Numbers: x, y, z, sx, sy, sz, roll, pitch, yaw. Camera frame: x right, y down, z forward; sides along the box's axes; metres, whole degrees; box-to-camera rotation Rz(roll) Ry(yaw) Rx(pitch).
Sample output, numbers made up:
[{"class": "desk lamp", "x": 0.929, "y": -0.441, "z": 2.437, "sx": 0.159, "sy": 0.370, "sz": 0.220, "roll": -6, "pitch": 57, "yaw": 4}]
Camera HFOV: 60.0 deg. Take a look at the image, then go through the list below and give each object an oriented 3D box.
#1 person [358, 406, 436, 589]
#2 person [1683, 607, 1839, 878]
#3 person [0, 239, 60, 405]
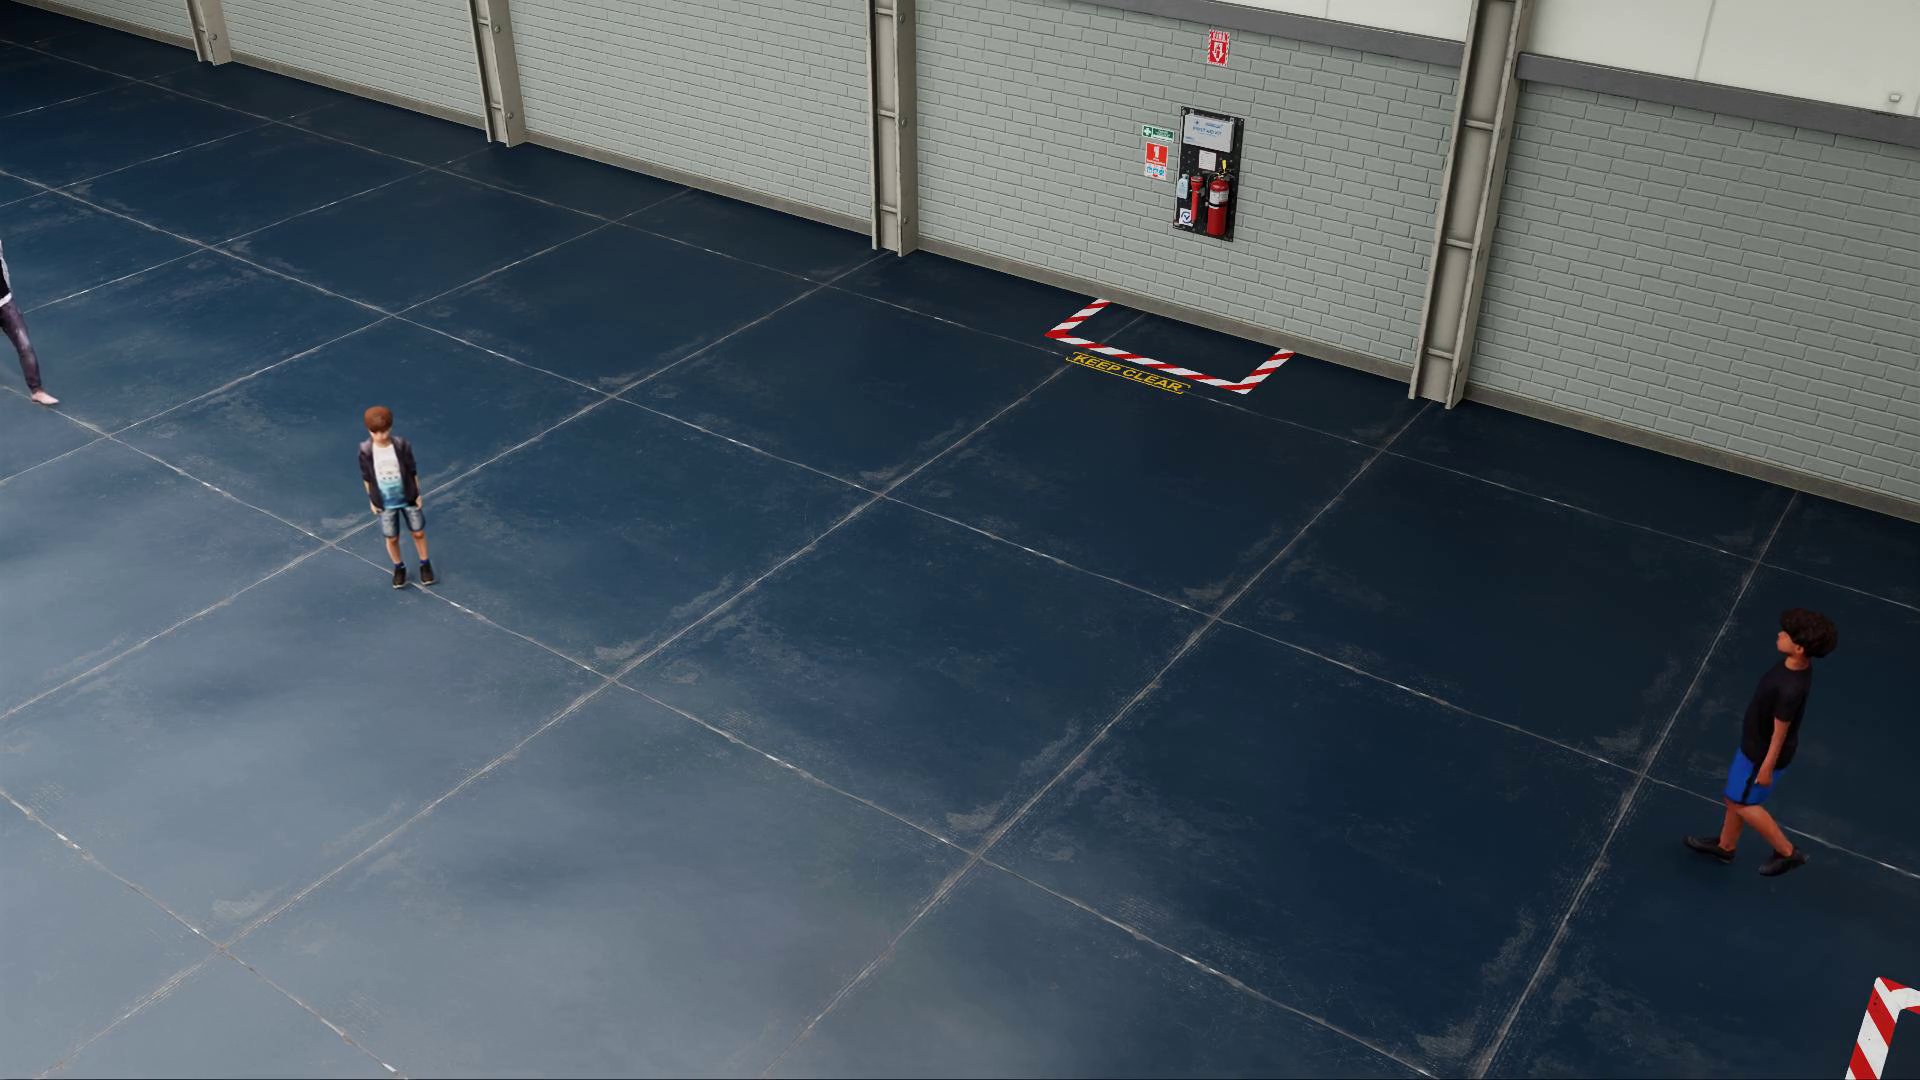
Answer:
[{"class": "person", "x": -4.035, "y": -0.320, "z": 11.911, "sx": 0.618, "sy": 1.445, "sz": 0.660, "roll": -11, "pitch": 34, "yaw": -16}, {"class": "person", "x": 4.563, "y": 1.163, "z": 9.240, "sx": 0.872, "sy": 1.786, "sz": 0.623, "roll": 18, "pitch": 36, "yaw": 26}, {"class": "person", "x": -8.351, "y": -1.987, "z": 14.226, "sx": 1.186, "sy": 1.794, "sz": 0.773, "roll": 16, "pitch": 35, "yaw": 23}]
